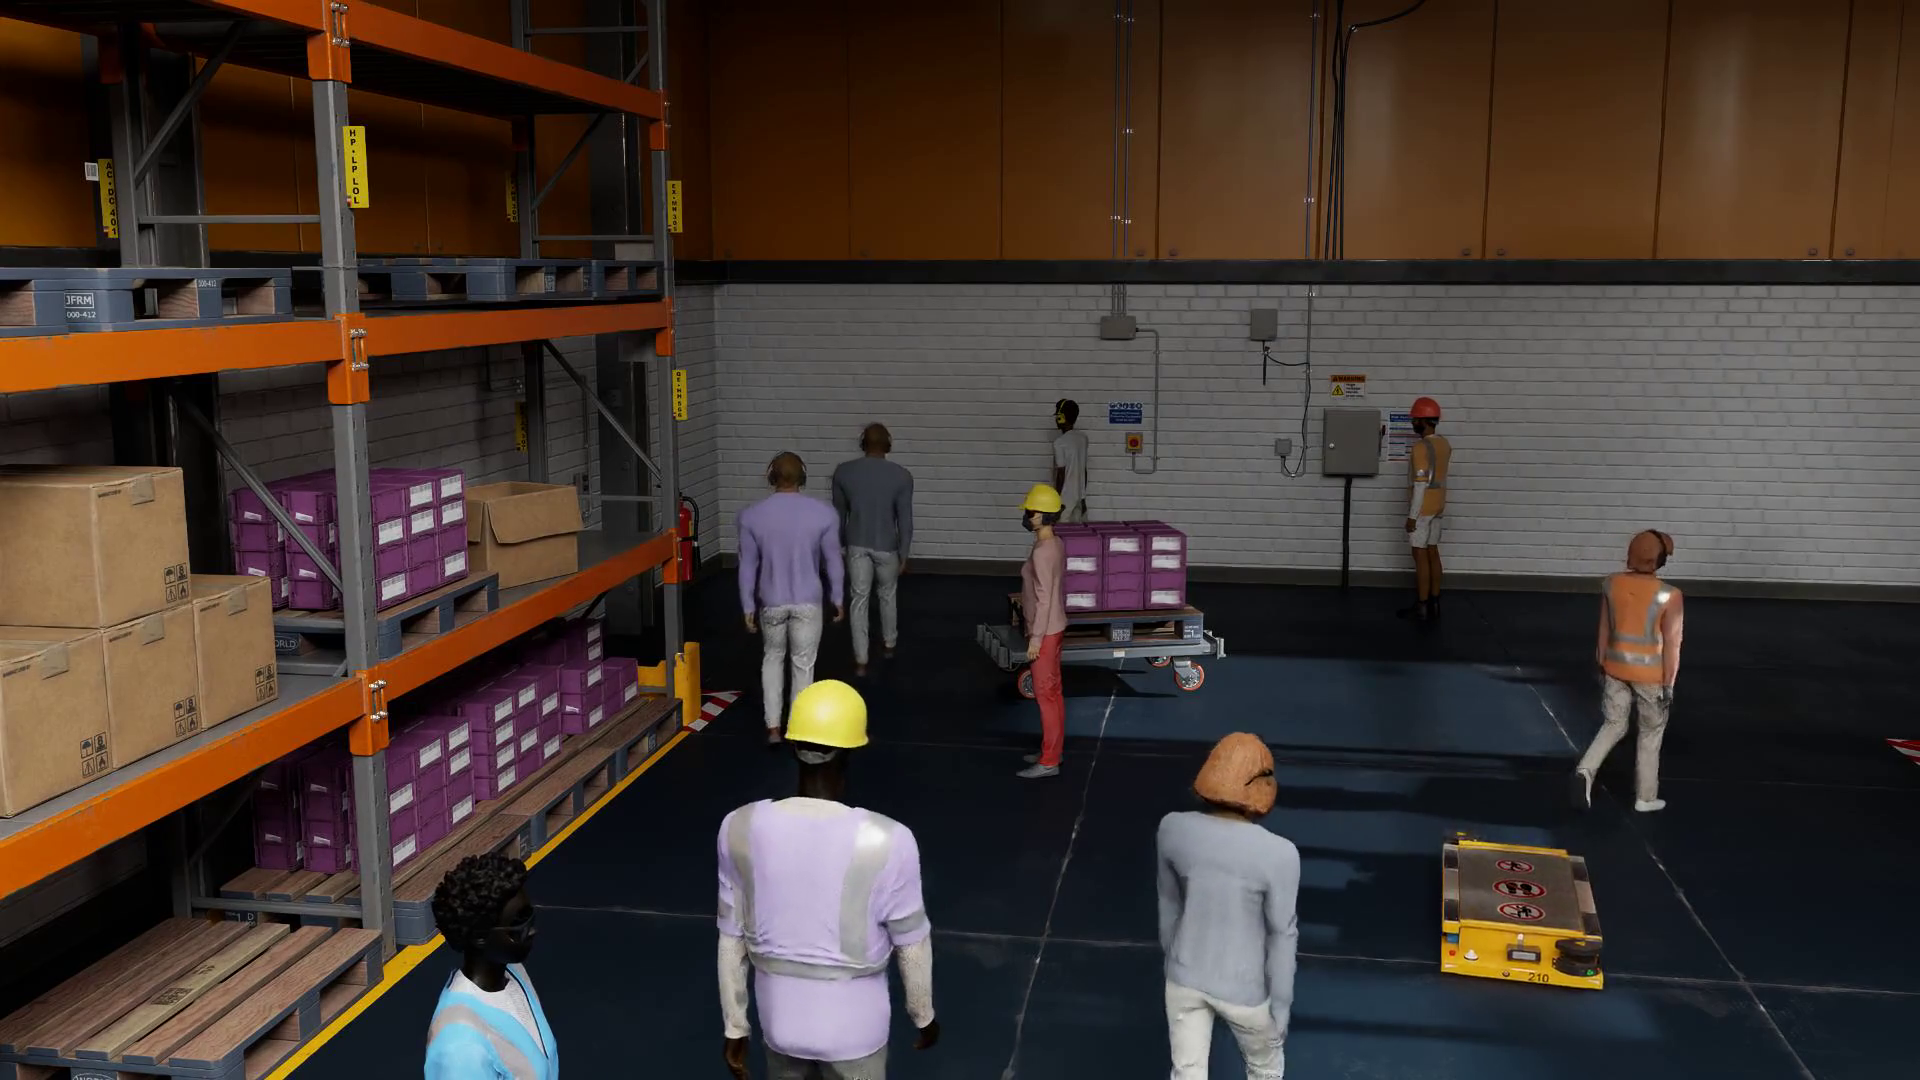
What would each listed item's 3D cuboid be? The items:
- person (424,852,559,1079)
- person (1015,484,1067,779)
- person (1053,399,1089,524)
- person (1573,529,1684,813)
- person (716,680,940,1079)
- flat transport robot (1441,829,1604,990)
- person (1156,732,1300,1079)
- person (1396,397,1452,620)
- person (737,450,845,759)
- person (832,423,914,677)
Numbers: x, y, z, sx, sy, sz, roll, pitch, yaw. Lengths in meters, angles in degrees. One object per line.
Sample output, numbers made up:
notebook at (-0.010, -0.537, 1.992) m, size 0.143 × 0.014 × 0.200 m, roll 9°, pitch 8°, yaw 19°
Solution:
person at (-1.095, 1.559, 3.940) m, size 0.318 × 1.697 × 0.535 m, roll -1°, pitch 9°, yaw -7°
person at (0.489, 0.543, 9.978) m, size 0.298 × 1.772 × 0.533 m, roll 2°, pitch 9°, yaw 11°
person at (0.988, -0.355, 15.228) m, size 0.310 × 1.863 × 0.534 m, roll 7°, pitch 11°, yaw 37°
person at (3.699, 0.745, 9.171) m, size 0.628 × 1.622 × 0.522 m, roll -6°, pitch 11°, yaw -35°
person at (-0.369, 1.330, 4.701) m, size 0.597 × 1.911 × 0.468 m, roll 4°, pitch 10°, yaw 21°
flat transport robot at (2.558, 1.667, 7.661) m, size 0.652 × 0.197 × 1.431 m, roll 3°, pitch 10°, yaw 16°
person at (0.850, 1.385, 5.253) m, size 0.519 × 1.608 × 0.615 m, roll 6°, pitch 11°, yaw 31°
person at (4.038, -0.276, 14.514) m, size 0.362 × 1.935 × 0.553 m, roll 8°, pitch 12°, yaw 40°
person at (-1.046, 0.395, 10.454) m, size 0.650 × 1.919 × 0.640 m, roll 1°, pitch 9°, yaw 3°
person at (-0.659, 0.051, 12.677) m, size 0.639 × 1.887 × 1.013 m, roll 0°, pitch 9°, yaw 3°
